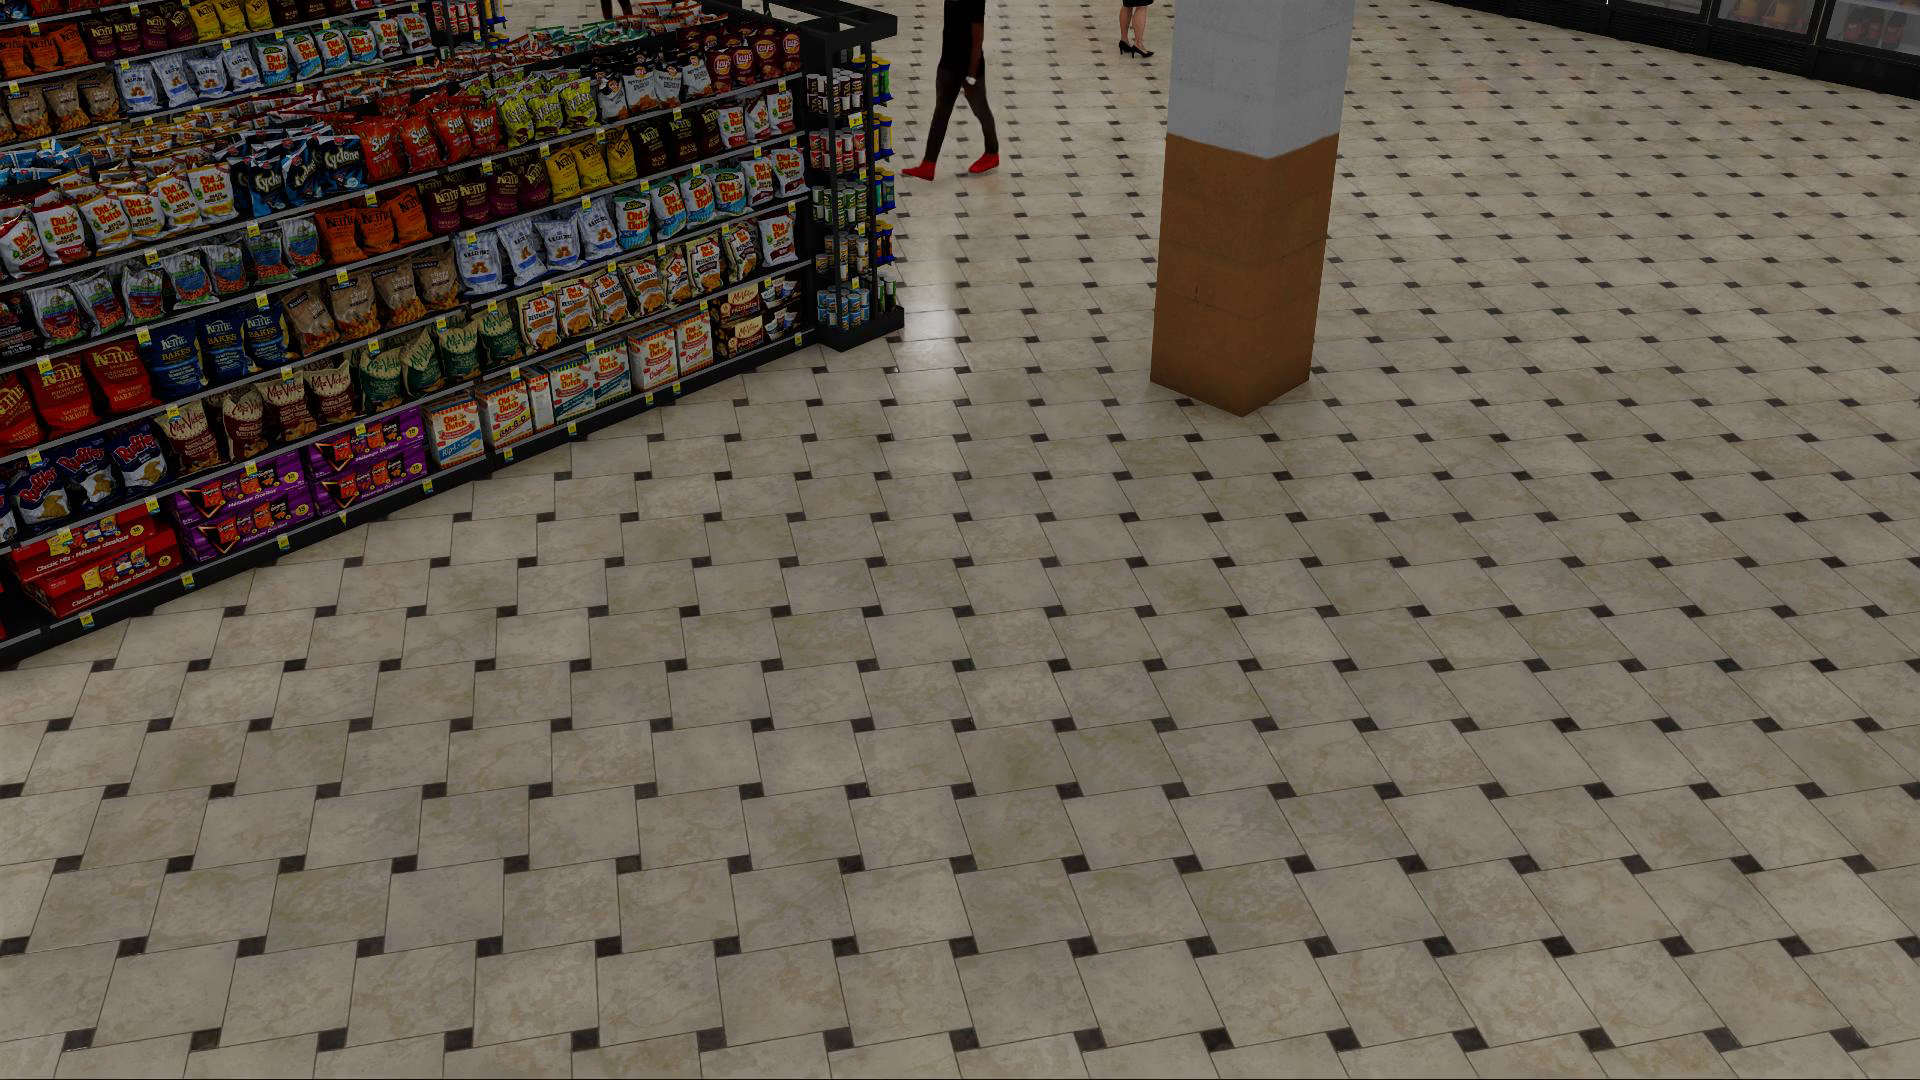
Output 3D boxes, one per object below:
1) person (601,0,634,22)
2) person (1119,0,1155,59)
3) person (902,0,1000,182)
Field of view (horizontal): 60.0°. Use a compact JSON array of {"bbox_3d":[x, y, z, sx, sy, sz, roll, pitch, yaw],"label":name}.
[{"bbox_3d":[-3.370,-5.589,15.973,0.602,1.721,0.619,16,35,24],"label":"person"},{"bbox_3d":[1.687,-5.446,15.791,0.665,1.671,0.733,-22,38,-31],"label":"person"},{"bbox_3d":[0.101,-3.644,12.812,1.158,1.759,0.751,-24,39,-33],"label":"person"}]
